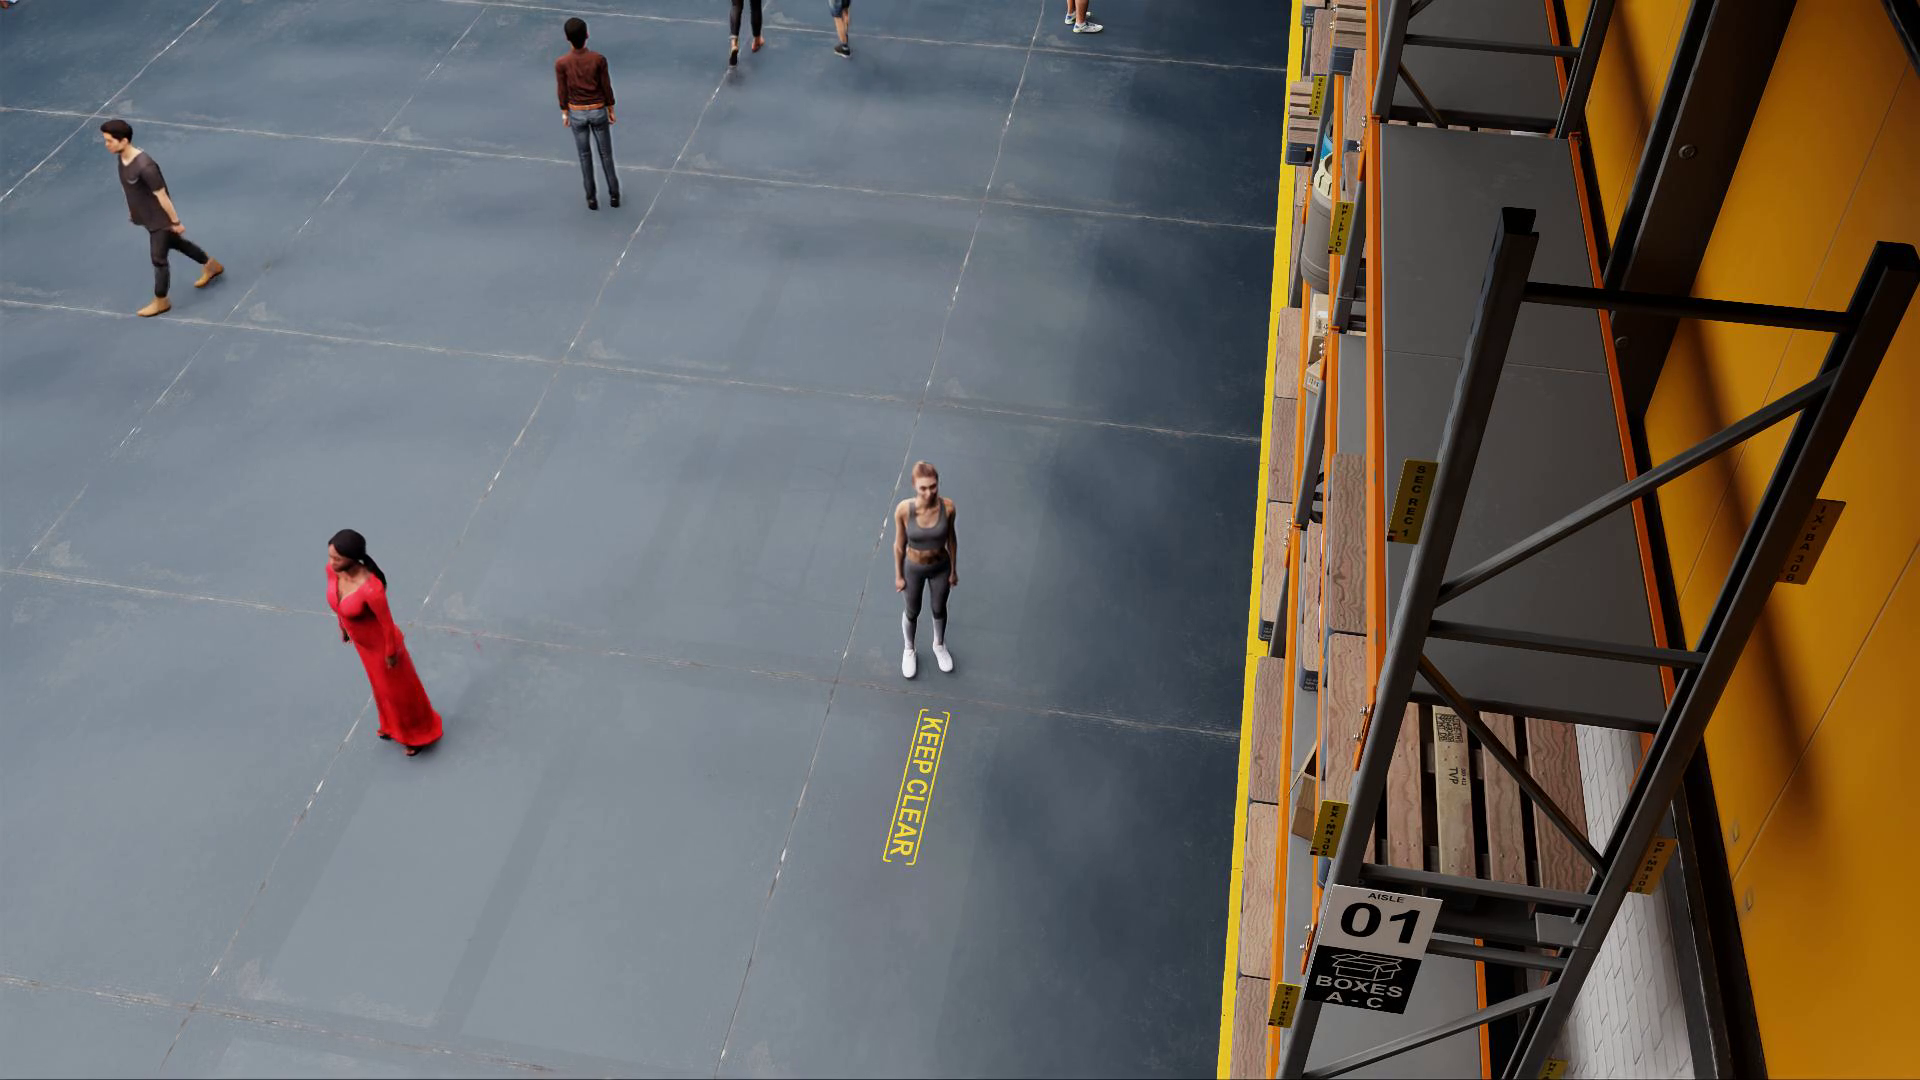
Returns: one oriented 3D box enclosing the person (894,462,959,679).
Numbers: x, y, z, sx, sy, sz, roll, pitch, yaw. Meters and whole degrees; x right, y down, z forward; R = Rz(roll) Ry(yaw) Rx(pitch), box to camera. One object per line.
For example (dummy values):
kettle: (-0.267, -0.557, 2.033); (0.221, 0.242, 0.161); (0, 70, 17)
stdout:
person: (-0.219, 0.182, 10.641); (0.638, 1.701, 0.657); (-8, 44, -8)

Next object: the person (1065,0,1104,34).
person: (1.278, -6.193, 17.220); (0.827, 1.857, 0.691); (-14, 45, -14)

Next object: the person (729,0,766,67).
person: (-2.189, -5.644, 16.679); (0.613, 1.808, 1.017); (7, 44, 8)

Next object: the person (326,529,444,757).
person: (-3.544, 0.609, 10.140); (0.707, 1.784, 0.713); (25, 49, 24)

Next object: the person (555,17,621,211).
person: (-3.289, -3.758, 14.721); (0.702, 1.778, 0.675); (-11, 45, -12)

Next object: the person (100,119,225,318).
person: (-6.560, -2.718, 13.703); (1.012, 1.676, 1.169); (33, 53, 30)
